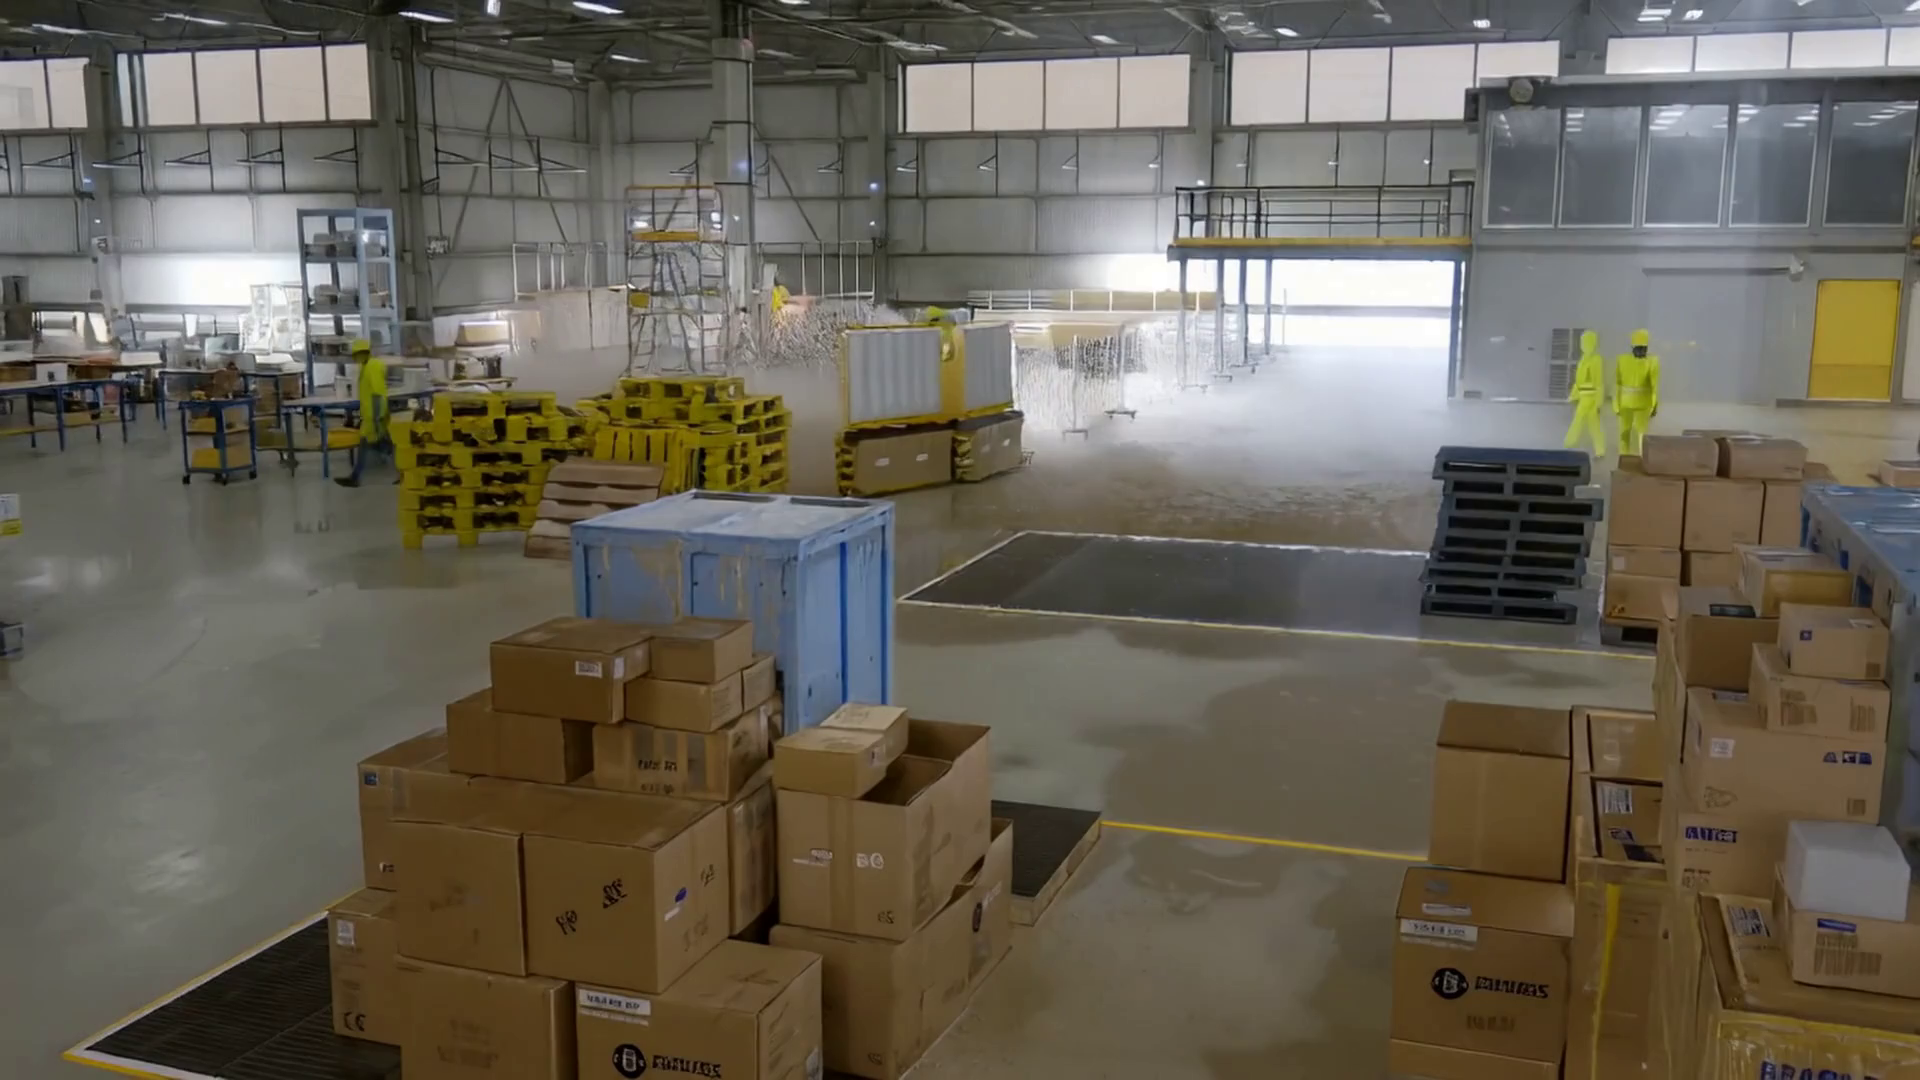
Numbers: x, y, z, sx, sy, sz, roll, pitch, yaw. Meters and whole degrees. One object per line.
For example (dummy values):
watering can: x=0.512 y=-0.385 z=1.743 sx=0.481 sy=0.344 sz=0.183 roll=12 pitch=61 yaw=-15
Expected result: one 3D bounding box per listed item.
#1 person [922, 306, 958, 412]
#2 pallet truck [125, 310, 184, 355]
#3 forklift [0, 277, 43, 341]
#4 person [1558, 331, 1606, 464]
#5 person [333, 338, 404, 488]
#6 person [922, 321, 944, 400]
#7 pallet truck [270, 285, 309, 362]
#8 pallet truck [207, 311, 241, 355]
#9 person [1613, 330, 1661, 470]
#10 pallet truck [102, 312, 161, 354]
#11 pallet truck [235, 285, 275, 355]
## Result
person: x=-0.341 y=-3.244 z=30.023 sx=0.698 sy=1.934 sz=0.636 roll=-3 pitch=10 yaw=-15
pallet truck: x=-22.038 y=-5.665 z=45.457 sx=0.704 sy=1.261 sz=1.522 roll=3 pitch=11 yaw=17
forklift: x=-27.151 y=-6.329 z=46.328 sx=1.157 sy=1.987 sz=2.680 roll=3 pitch=11 yaw=17
person: x=8.547 y=-1.955 z=22.987 sx=0.944 sy=1.842 sz=0.607 roll=0 pitch=10 yaw=3
person: x=-7.365 y=-1.590 z=20.886 sx=1.016 sy=1.869 sz=0.669 roll=-8 pitch=13 yaw=-39
person: x=-0.495 y=-3.608 z=32.601 sx=0.505 sy=1.730 sz=0.353 roll=2 pitch=10 yaw=13
pallet truck: x=-17.147 y=-5.700 z=43.663 sx=0.823 sy=1.965 sz=1.885 roll=3 pitch=11 yaw=17
pallet truck: x=-19.537 y=-5.575 z=44.913 sx=0.653 sy=1.274 sz=1.630 roll=3 pitch=11 yaw=19
person: x=8.763 y=-1.751 z=21.577 sx=0.552 sy=1.942 sz=0.342 roll=7 pitch=12 yaw=36
pallet truck: x=-23.057 y=-5.777 z=46.261 sx=0.680 sy=1.201 sz=1.601 roll=3 pitch=11 yaw=19
pallet truck: x=-18.327 y=-5.835 z=44.421 sx=0.823 sy=1.965 sz=1.885 roll=4 pitch=11 yaw=23
